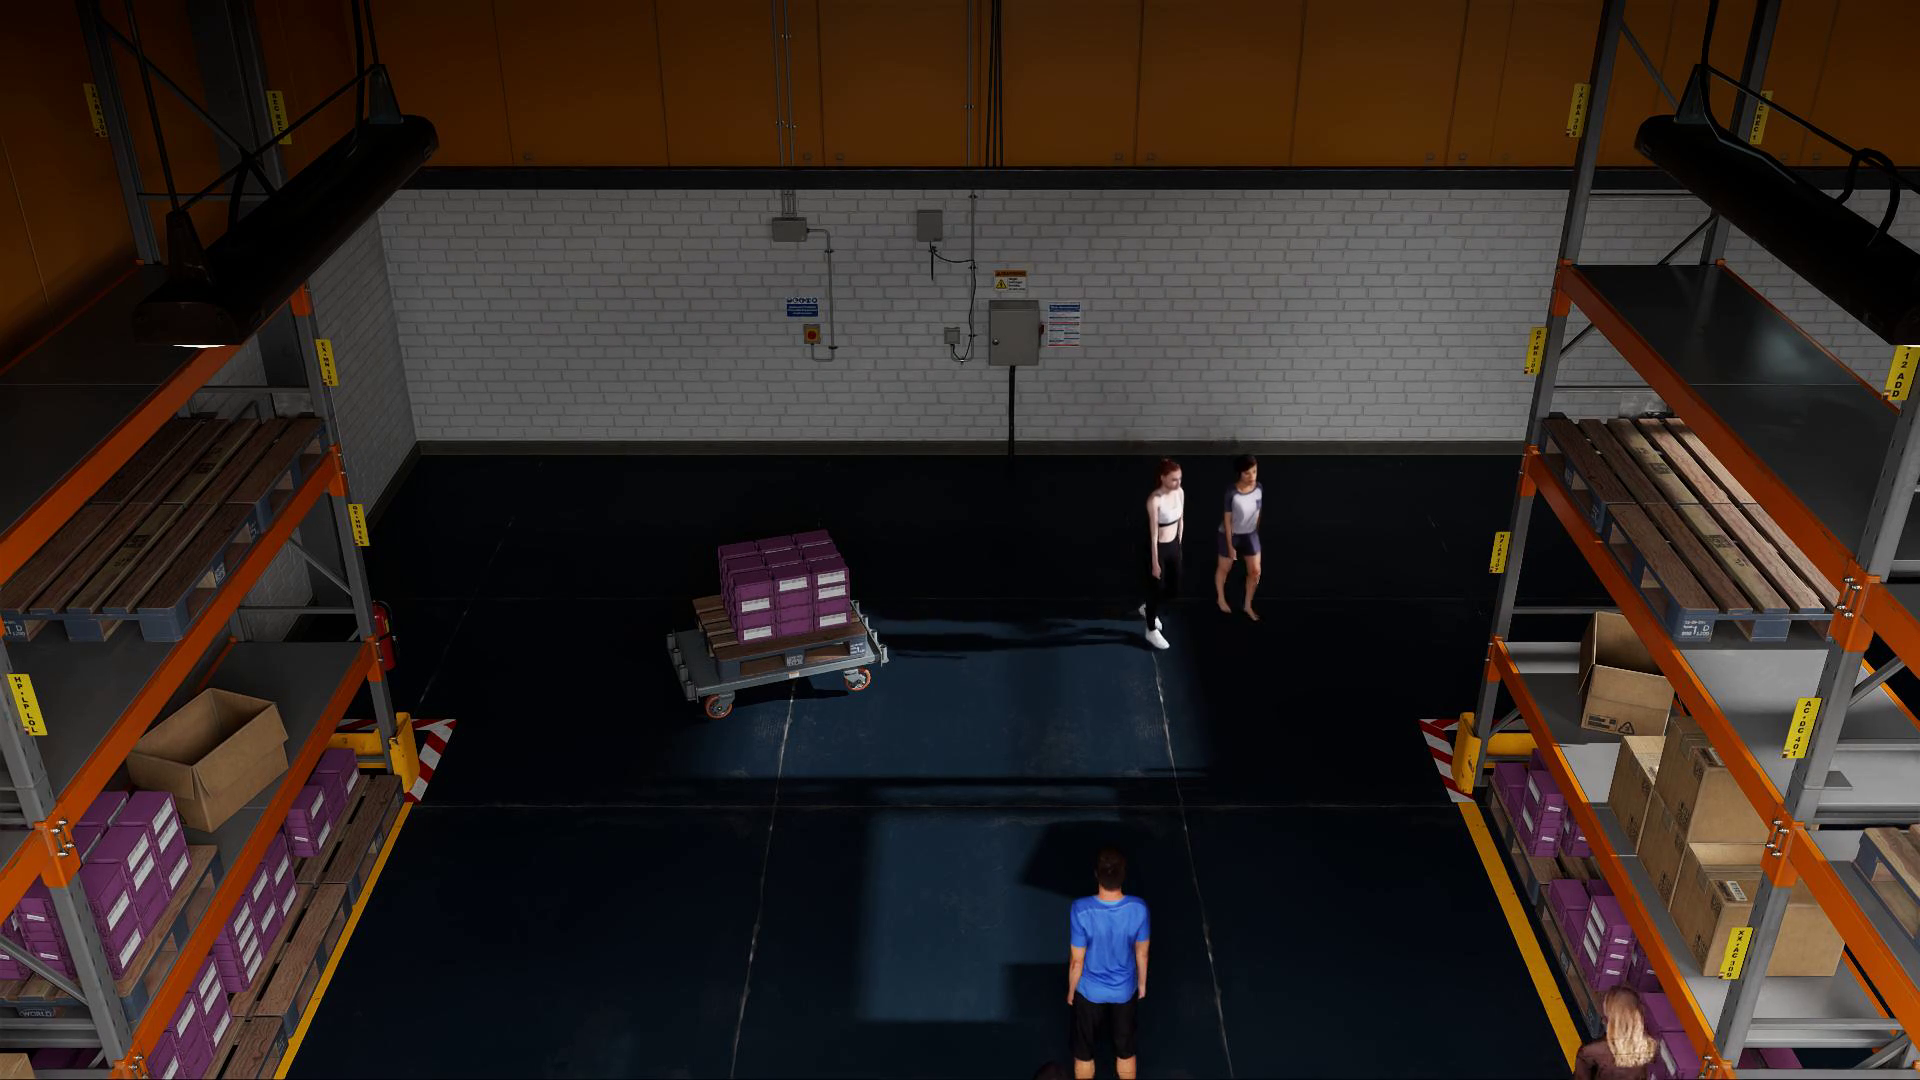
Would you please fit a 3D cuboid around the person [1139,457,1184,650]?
[{"bbox_3d":[1.612,0.081,13.884,0.752,1.734,0.819,-19,34,-31],"label":"person"}]

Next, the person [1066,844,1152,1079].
[{"bbox_3d":[0.816,2.506,9.302,0.628,1.866,0.571,-3,29,-5],"label":"person"}]

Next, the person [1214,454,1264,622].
[{"bbox_3d":[2.365,-0.078,14.372,0.669,1.545,0.763,-9,30,-15],"label":"person"}]

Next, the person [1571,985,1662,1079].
[{"bbox_3d":[3.321,3.040,8.508,0.640,1.687,0.647,-2,29,-3],"label":"person"}]
